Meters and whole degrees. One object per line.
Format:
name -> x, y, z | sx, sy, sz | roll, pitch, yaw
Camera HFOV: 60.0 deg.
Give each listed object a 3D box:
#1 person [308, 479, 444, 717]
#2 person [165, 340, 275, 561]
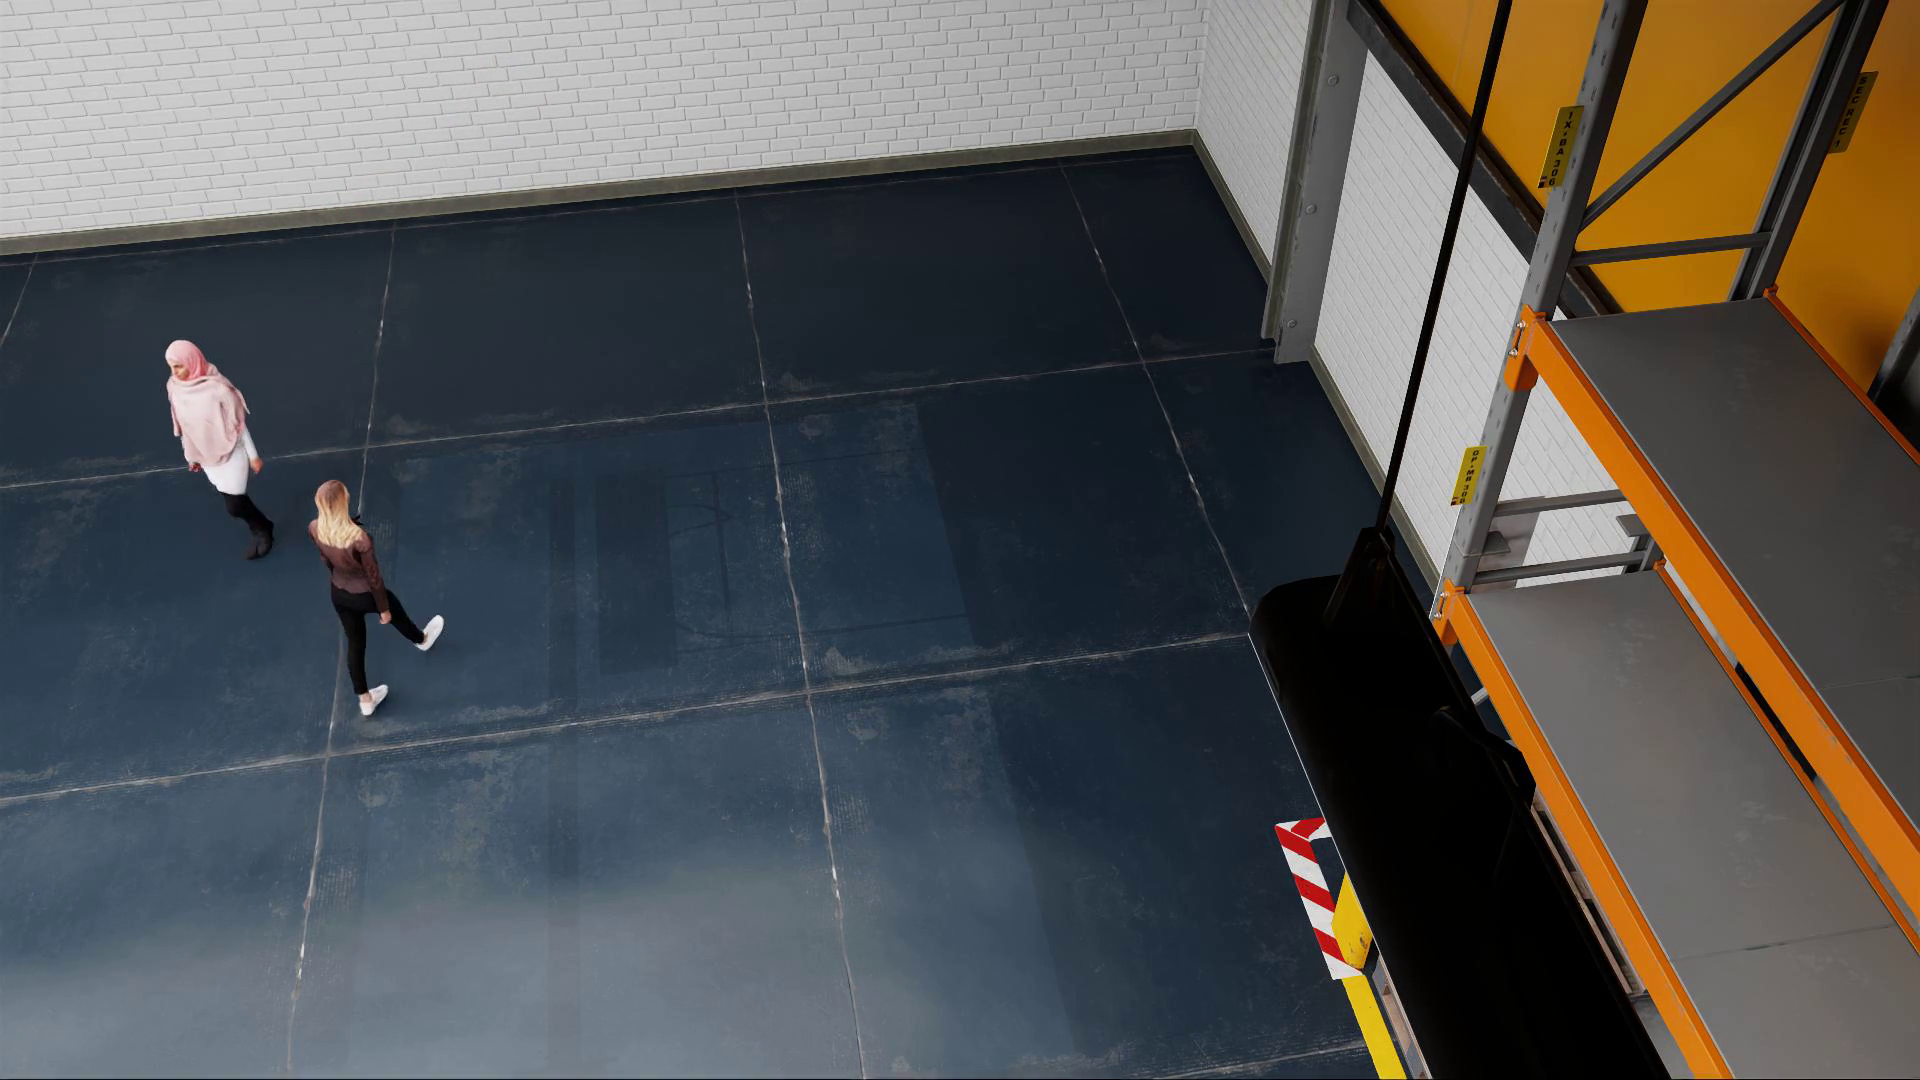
person -> -3.689, 0.401, 10.108 | 0.943, 1.665, 1.146 | 13, 45, 13
person -> -4.867, -0.626, 11.094 | 0.746, 1.792, 0.769 | 10, 44, 10
